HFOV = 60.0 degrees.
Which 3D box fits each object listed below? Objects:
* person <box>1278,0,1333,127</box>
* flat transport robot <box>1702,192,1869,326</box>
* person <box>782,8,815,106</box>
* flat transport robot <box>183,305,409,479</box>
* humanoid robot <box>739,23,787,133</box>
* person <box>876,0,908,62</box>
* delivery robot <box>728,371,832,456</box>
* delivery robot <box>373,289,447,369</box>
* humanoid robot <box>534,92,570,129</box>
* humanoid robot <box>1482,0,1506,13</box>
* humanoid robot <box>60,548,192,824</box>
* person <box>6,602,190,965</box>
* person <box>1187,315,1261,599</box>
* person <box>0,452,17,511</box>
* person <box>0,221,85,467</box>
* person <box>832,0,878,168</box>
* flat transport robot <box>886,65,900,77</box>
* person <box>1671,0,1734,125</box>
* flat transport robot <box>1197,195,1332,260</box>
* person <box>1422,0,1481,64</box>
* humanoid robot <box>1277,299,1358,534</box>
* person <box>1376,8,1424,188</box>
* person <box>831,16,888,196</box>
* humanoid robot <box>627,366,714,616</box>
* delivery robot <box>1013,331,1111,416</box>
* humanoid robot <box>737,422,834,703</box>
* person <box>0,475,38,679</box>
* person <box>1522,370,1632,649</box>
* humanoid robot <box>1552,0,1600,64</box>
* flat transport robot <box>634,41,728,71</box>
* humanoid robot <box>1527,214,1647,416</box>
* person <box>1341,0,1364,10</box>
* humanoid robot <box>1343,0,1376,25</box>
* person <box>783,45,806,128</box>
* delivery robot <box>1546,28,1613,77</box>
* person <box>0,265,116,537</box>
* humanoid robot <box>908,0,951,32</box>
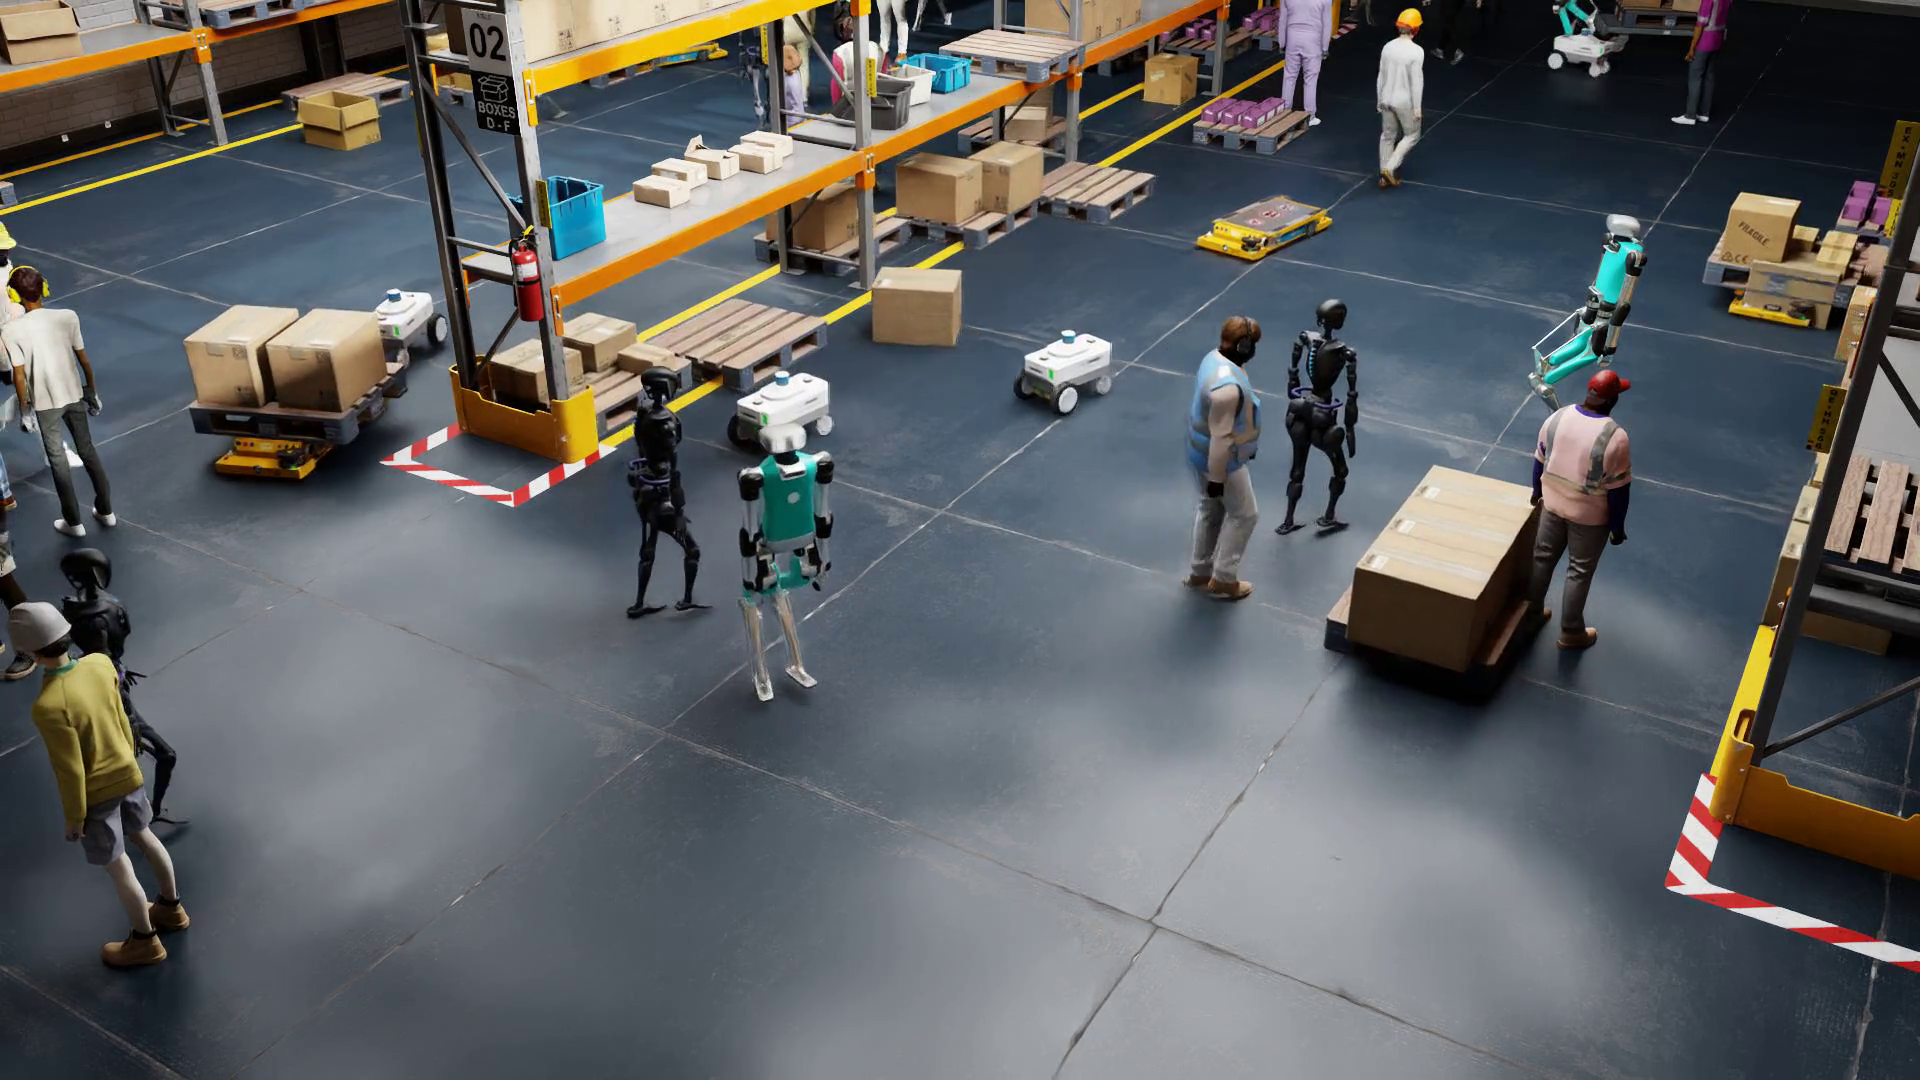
[{"bbox_3d":[4.075,-5.864,19.651,0.636,1.910,0.407,16,33,25],"label":"person"},{"bbox_3d":[7.402,-2.282,14.978,0.659,0.231,1.431,17,34,27],"label":"flat transport robot"},{"bbox_3d":[-2.066,-6.274,20.553,0.582,1.735,0.608,-13,32,-22],"label":"person"},{"bbox_3d":[-4.904,-0.872,12.484,0.659,0.231,1.431,5,30,8],"label":"flat transport robot"},{"bbox_3d":[-2.290,-5.527,19.343,0.588,1.616,0.811,-8,30,-13],"label":"humanoid robot"},{"bbox_3d":[-0.920,-7.448,22.423,0.630,1.939,0.372,13,32,21],"label":"person"},{"bbox_3d":[-1.316,-0.958,12.336,0.499,0.586,0.773,23,36,34],"label":"delivery robot"},{"bbox_3d":[-4.649,-1.786,13.829,0.499,0.614,0.817,4,30,8],"label":"delivery robot"},{"bbox_3d":[-5.048,-5.770,19.666,0.542,1.758,0.969,16,33,26],"label":"humanoid robot"},{"bbox_3d":[8.135,-8.797,25.082,0.609,1.630,0.480,-3,30,-5],"label":"humanoid robot"},{"bbox_3d":[-4.156,0.746,8.195,0.384,1.645,0.608,-15,33,-25],"label":"humanoid robot"},{"bbox_3d":[-3.810,1.088,7.381,0.403,1.884,0.471,5,30,9],"label":"person"},{"bbox_3d":[1.673,-0.509,10.282,0.542,1.812,0.663,-1,30,-2],"label":"person"},{"bbox_3d":[-6.774,-1.108,11.150,0.377,1.995,0.610,-20,35,-31],"label":"person"},{"bbox_3d":[-6.738,-1.368,11.722,0.728,1.889,0.588,-4,30,-6],"label":"person"},{"bbox_3d":[-1.160,-5.042,18.162,0.432,1.945,0.487,-8,30,-13],"label":"person"},{"bbox_3d":[-0.601,-5.772,21.152,0.659,0.231,1.431,-2,30,-4],"label":"flat transport robot"},{"bbox_3d":[8.855,-5.869,19.729,0.514,1.839,0.318,-18,34,-28],"label":"person"},{"bbox_3d":[3.020,-3.085,16.400,0.659,0.231,1.431,24,37,36],"label":"flat transport robot"},{"bbox_3d":[6.668,-7.309,22.389,0.748,1.727,0.841,-8,30,-14],"label":"person"},{"bbox_3d":[2.377,-0.821,10.971,0.520,1.646,0.600,-21,36,-32],"label":"humanoid robot"},{"bbox_3d":[4.627,-4.604,17.442,0.424,1.886,0.598,-21,36,-33],"label":"person"},{"bbox_3d":[-1.041,-4.529,17.380,0.654,1.822,0.432,-19,35,-30],"label":"person"},{"bbox_3d":[-1.820,-0.279,10.009,0.508,1.648,0.609,-16,33,-26],"label":"humanoid robot"},{"bbox_3d":[0.823,-1.331,13.020,0.799,0.608,0.499,-24,37,-36],"label":"delivery robot"},{"bbox_3d":[-1.030,0.072,9.242,0.530,1.729,0.720,-15,33,-24],"label":"humanoid robot"},{"bbox_3d":[-5.662,-0.109,9.420,0.626,1.959,0.370,7,30,12],"label":"person"},{"bbox_3d":[3.635,-0.190,9.769,0.420,1.751,0.628,-20,35,-32],"label":"person"},{"bbox_3d":[8.212,-7.148,22.137,0.552,1.791,0.844,-25,38,-37],"label":"humanoid robot"},{"bbox_3d":[-3.953,-6.641,22.689,1.431,0.231,0.659,-22,36,-34],"label":"flat transport robot"},{"bbox_3d":[4.434,-1.514,11.998,0.735,1.672,0.533,-1,30,-3],"label":"humanoid robot"},{"bbox_3d":[6.007,-9.003,25.364,0.562,1.745,0.334,25,38,37],"label":"person"},{"bbox_3d":[5.911,-8.387,24.402,0.736,1.898,0.541,19,35,30],"label":"humanoid robot"},{"bbox_3d":[-1.707,-4.245,17.062,0.267,1.630,0.506,-3,30,-6],"label":"person"},{"bbox_3d":[8.272,-6.519,22.170,0.764,0.582,0.499,25,38,37],"label":"delivery robot"},{"bbox_3d":[-5.941,-0.908,10.941,0.352,1.856,0.521,20,35,31],"label":"person"},{"bbox_3d":[-0.431,-8.298,24.180,0.562,1.815,0.887,25,38,36],"label":"humanoid robot"}]
